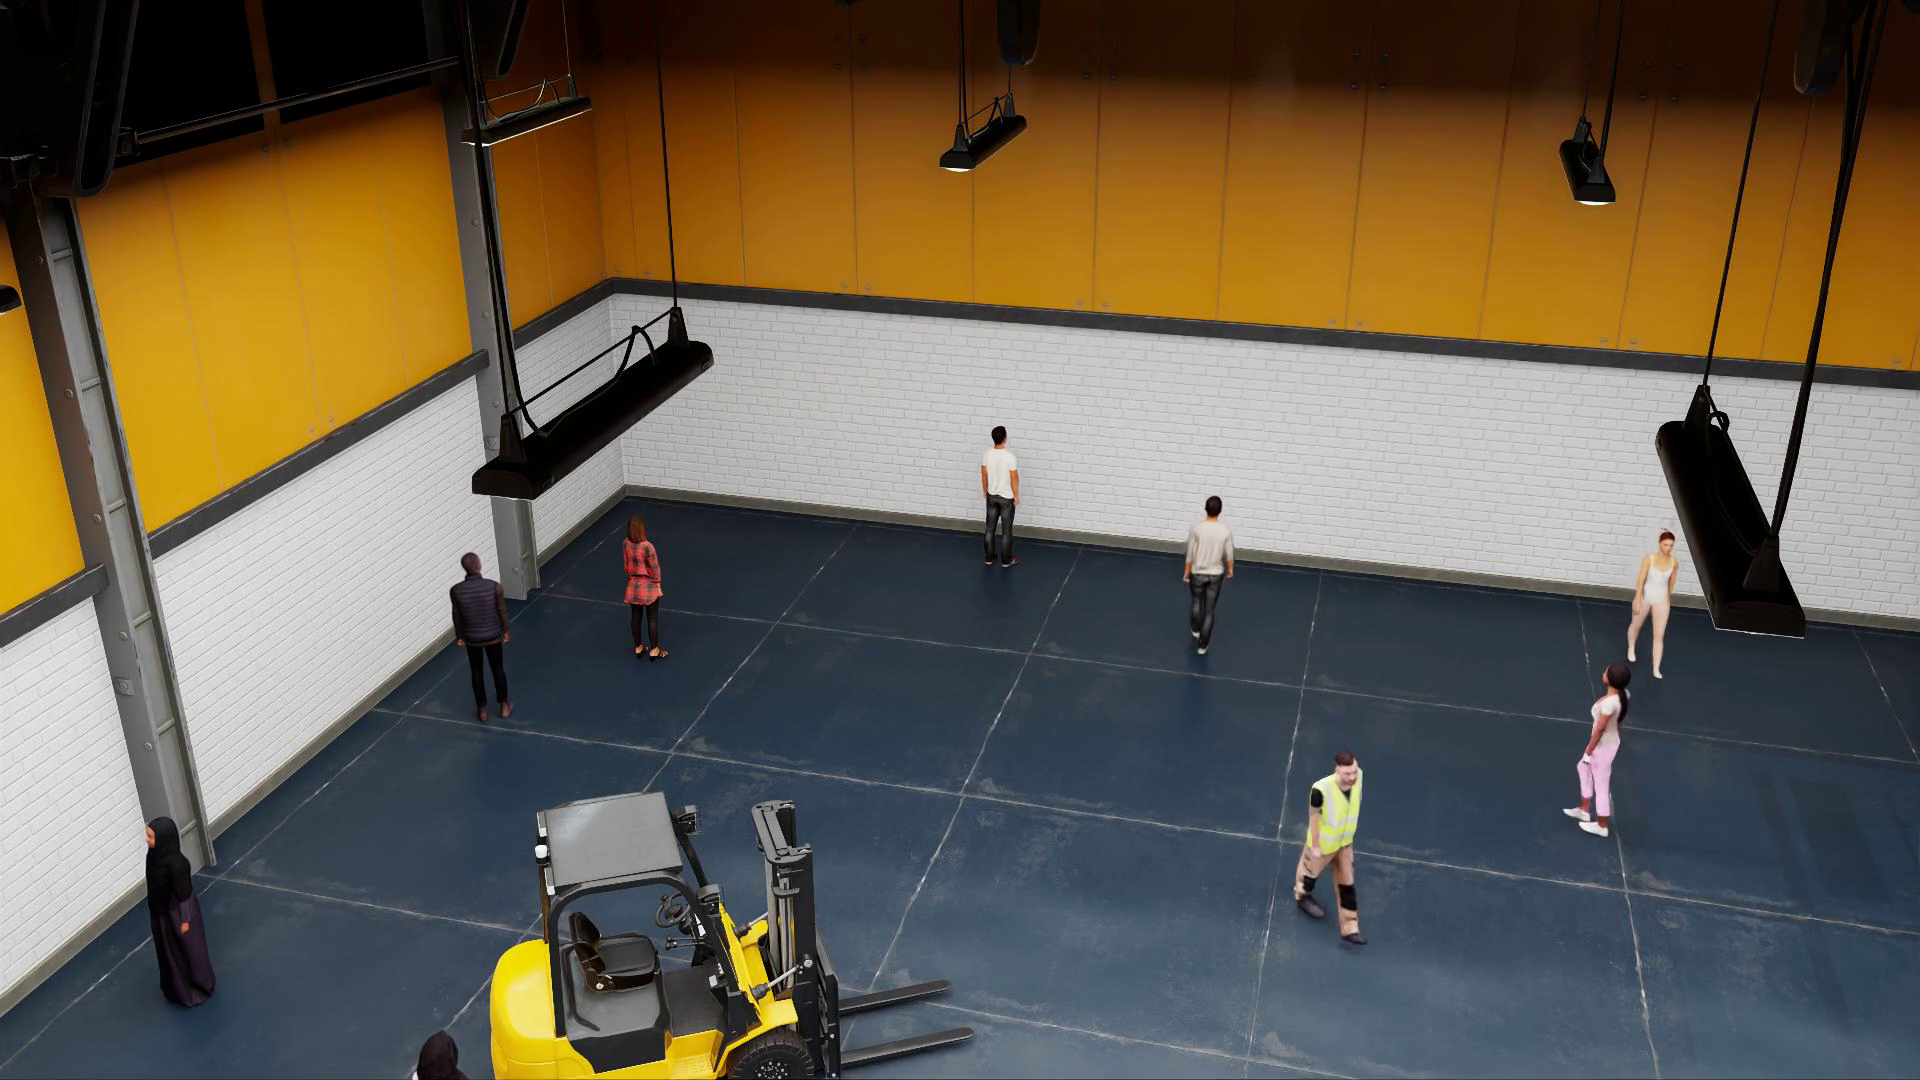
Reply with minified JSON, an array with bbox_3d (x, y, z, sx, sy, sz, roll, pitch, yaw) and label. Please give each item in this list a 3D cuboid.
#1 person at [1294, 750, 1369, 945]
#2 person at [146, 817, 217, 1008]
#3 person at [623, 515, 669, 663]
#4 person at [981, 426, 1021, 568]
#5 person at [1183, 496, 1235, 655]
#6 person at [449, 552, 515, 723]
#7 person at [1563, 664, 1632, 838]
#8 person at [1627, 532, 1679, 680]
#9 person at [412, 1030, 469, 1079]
[{"bbox_3d":[3.027,2.413,13.704,1.100,1.773,1.211,-14,27,-28],"label":"person"},{"bbox_3d":[-6.086,2.852,12.897,0.684,1.614,0.706,18,29,35],"label":"person"},{"bbox_3d":[-3.457,0.514,18.134,0.654,1.704,0.615,12,26,25],"label":"person"},{"bbox_3d":[0.487,-0.546,20.432,0.679,1.804,0.604,11,26,24],"label":"person"},{"bbox_3d":[2.710,0.416,18.252,0.731,1.790,0.902,4,24,9],"label":"person"},{"bbox_3d":[-4.856,0.980,16.905,0.774,1.835,0.743,-4,24,-10],"label":"person"},{"bbox_3d":[5.864,1.906,14.916,0.785,1.731,0.727,17,29,34],"label":"person"},{"bbox_3d":[7.450,0.633,17.985,0.606,1.605,1.008,5,24,11],"label":"person"},{"bbox_3d":[-3.191,3.834,10.458,0.710,1.769,0.661,15,28,31],"label":"person"}]
